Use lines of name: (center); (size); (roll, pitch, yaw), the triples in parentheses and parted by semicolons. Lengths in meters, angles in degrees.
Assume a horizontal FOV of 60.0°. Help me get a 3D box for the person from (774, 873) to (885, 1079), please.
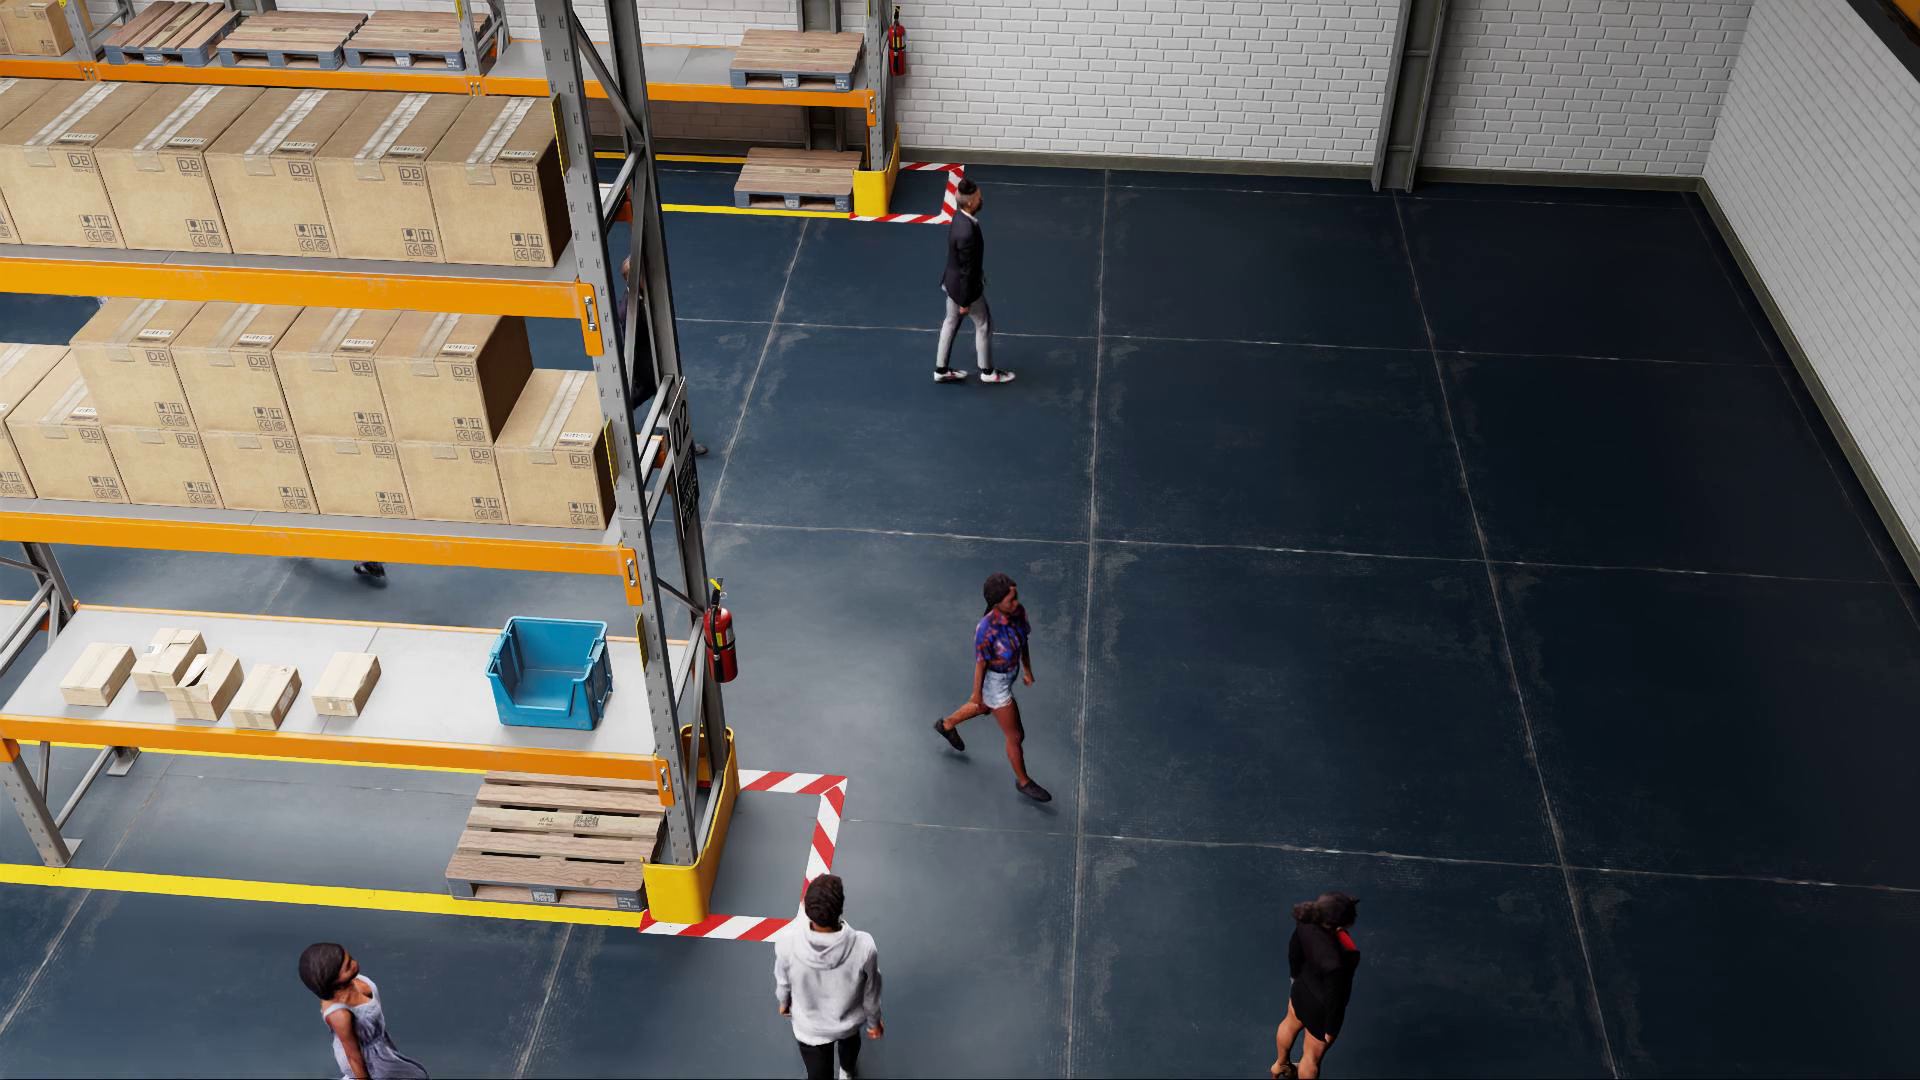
person: (-0.655, 2.443, 8.259); (1.174, 1.885, 0.854); (-1, 39, -1)

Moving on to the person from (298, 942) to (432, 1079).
person: (-3.033, 2.570, 8.269); (1.095, 1.674, 0.868); (-13, 40, -16)

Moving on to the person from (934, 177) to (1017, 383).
person: (-0.063, -2.151, 13.976); (1.019, 1.930, 0.865); (-6, 39, -8)

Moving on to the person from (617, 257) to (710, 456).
person: (-2.553, -1.474, 13.243); (1.123, 1.786, 0.698); (4, 39, 5)

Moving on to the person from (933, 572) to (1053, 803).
person: (0.162, 0.859, 10.390); (1.240, 1.700, 0.958); (21, 43, 25)

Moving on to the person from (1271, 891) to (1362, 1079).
person: (1.834, 2.369, 8.549); (0.727, 1.640, 0.683); (-12, 40, -14)
